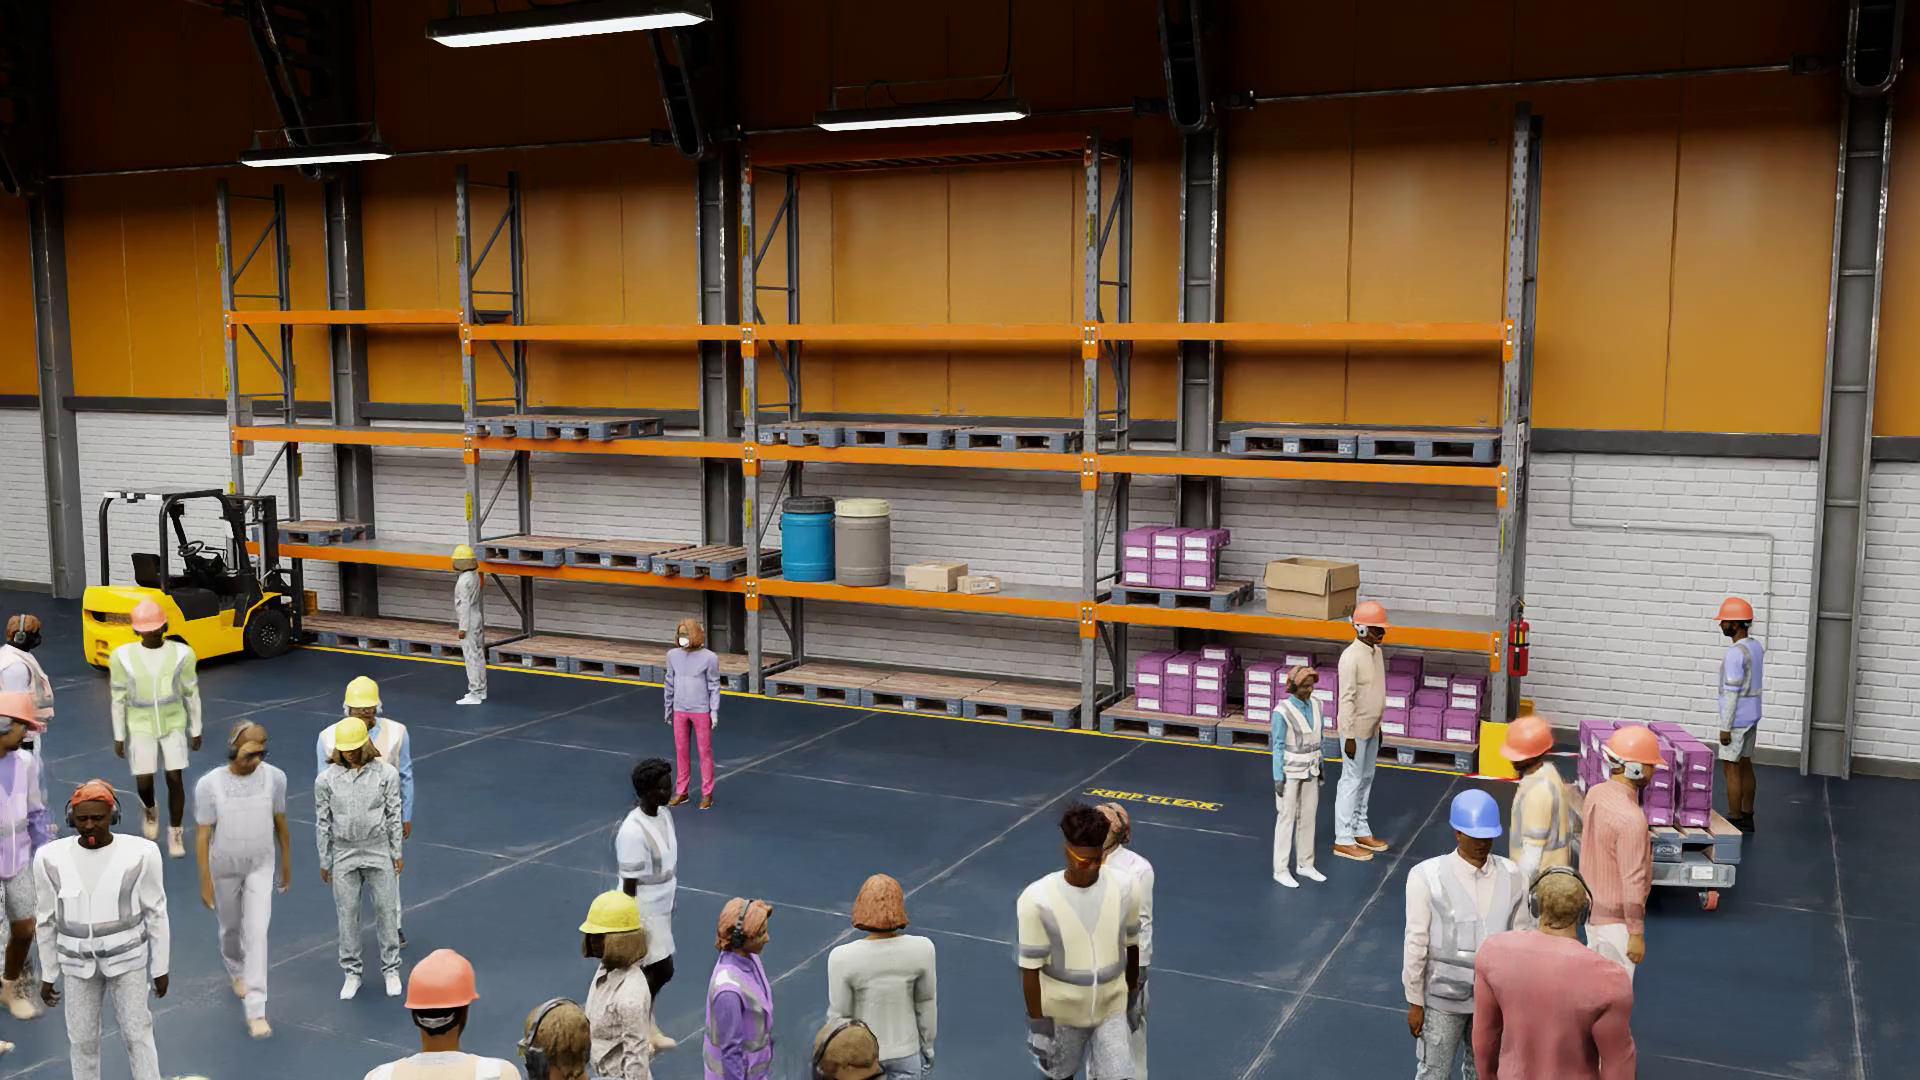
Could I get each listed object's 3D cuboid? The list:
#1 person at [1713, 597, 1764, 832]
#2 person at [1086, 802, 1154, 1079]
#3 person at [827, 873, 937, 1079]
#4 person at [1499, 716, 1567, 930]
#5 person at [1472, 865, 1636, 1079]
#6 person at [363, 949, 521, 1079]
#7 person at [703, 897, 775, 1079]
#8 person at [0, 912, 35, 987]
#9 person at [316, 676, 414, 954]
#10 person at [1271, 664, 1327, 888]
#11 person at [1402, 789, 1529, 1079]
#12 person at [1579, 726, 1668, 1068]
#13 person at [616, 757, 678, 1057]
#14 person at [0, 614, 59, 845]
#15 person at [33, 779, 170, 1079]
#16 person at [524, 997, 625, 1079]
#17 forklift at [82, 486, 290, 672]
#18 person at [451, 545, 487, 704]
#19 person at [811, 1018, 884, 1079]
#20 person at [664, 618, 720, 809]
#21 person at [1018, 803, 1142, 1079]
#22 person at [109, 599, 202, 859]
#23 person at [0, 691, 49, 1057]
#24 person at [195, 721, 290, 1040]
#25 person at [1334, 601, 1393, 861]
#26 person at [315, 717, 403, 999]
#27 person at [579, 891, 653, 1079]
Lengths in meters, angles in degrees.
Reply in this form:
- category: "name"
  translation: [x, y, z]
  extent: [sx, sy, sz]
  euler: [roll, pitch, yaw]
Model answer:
- category: "person"
  translation: [6.199, 1.417, 13.326]
  extent: [0.392, 1.929, 0.552]
  euler: [7, 10, 43]
- category: "person"
  translation: [0.775, 2.142, 8.550]
  extent: [0.508, 1.629, 0.318]
  euler: [5, 9, 37]
- category: "person"
  translation: [-0.346, 2.282, 7.364]
  extent: [0.508, 1.632, 0.265]
  euler: [-2, 7, -20]
- category: "person"
  translation: [3.288, 1.898, 9.529]
  extent: [0.413, 1.883, 0.724]
  euler: [3, 8, 25]
- category: "person"
  translation: [2.342, 2.226, 6.577]
  extent: [0.635, 1.939, 0.359]
  euler: [6, 9, 42]
- category: "person"
  translation: [-1.739, 2.350, 5.670]
  extent: [0.547, 1.920, 0.420]
  euler: [0, 7, -1]
- category: "person"
  translation: [-0.937, 2.315, 7.106]
  extent: [0.324, 1.630, 0.520]
  euler: [0, 7, 0]
- category: "person"
  translation: [-5.930, 1.847, 10.212]
  extent: [0.403, 1.819, 0.601]
  euler: [-5, 8, -34]
- category: "person"
  translation: [-3.844, 1.776, 10.767]
  extent: [0.595, 1.826, 0.403]
  euler: [-3, 7, -22]
- category: "person"
  translation: [2.458, 1.709, 12.124]
  extent: [0.527, 1.630, 0.314]
  euler: [-5, 9, -37]
- category: "person"
  translation: [2.329, 2.092, 7.652]
  extent: [0.605, 1.948, 0.391]
  euler: [-1, 7, -11]
- category: "person"
  translation: [3.456, 1.947, 8.722]
  extent: [0.411, 1.983, 0.616]
  euler: [0, 7, 2]
- category: "person"
  translation: [-1.700, 2.032, 9.203]
  extent: [0.370, 1.679, 0.558]
  euler: [1, 7, 11]
- category: "person"
  translation: [-7.365, 1.493, 13.104]
  extent: [0.429, 1.831, 0.635]
  euler: [-4, 8, -29]
- category: "person"
  translation: [-4.168, 2.078, 8.121]
  extent: [0.591, 1.873, 0.372]
  euler: [-1, 7, -11]
- category: "person"
  translation: [-1.228, 2.394, 5.262]
  extent: [0.372, 1.927, 0.635]
  euler: [4, 8, 30]
- category: "forklift"
  translation: [-9.426, 0.454, 20.179]
  extent: [1.214, 2.155, 2.313]
  euler: [3, 8, 26]
- category: "person"
  translation: [-5.383, 0.920, 18.175]
  extent: [0.322, 1.742, 0.493]
  euler: [0, 7, 1]
- category: "person"
  translation: [-0.312, 2.411, 5.186]
  extent: [0.638, 1.901, 0.869]
  euler: [-6, 9, -42]
- category: "person"
  translation: [-2.275, 1.467, 14.106]
  extent: [0.507, 1.631, 0.266]
  euler: [2, 7, 18]
- category: "person"
  translation: [0.575, 2.129, 7.432]
  extent: [0.613, 1.917, 0.933]
  euler: [-2, 7, -12]
- category: "person"
  translation: [-6.156, 1.436, 12.769]
  extent: [0.629, 2.021, 0.539]
  euler: [-4, 8, -29]
- category: "person"
  translation: [-5.498, 1.862, 9.434]
  extent: [0.549, 1.989, 0.680]
  euler: [2, 7, 18]
- category: "person"
  translation: [-4.205, 1.924, 9.774]
  extent: [0.511, 1.794, 0.967]
  euler: [-4, 8, -28]
- category: "person"
  translation: [3.108, 1.453, 12.794]
  extent: [0.399, 1.988, 0.614]
  euler: [5, 9, 37]
- category: "person"
  translation: [-3.621, 1.911, 10.045]
  extent: [0.489, 1.728, 0.323]
  euler: [-2, 7, -17]
- category: "person"
  translation: [-1.410, 2.291, 6.839]
  extent: [0.284, 1.746, 0.489]
  euler: [-3, 8, -25]
